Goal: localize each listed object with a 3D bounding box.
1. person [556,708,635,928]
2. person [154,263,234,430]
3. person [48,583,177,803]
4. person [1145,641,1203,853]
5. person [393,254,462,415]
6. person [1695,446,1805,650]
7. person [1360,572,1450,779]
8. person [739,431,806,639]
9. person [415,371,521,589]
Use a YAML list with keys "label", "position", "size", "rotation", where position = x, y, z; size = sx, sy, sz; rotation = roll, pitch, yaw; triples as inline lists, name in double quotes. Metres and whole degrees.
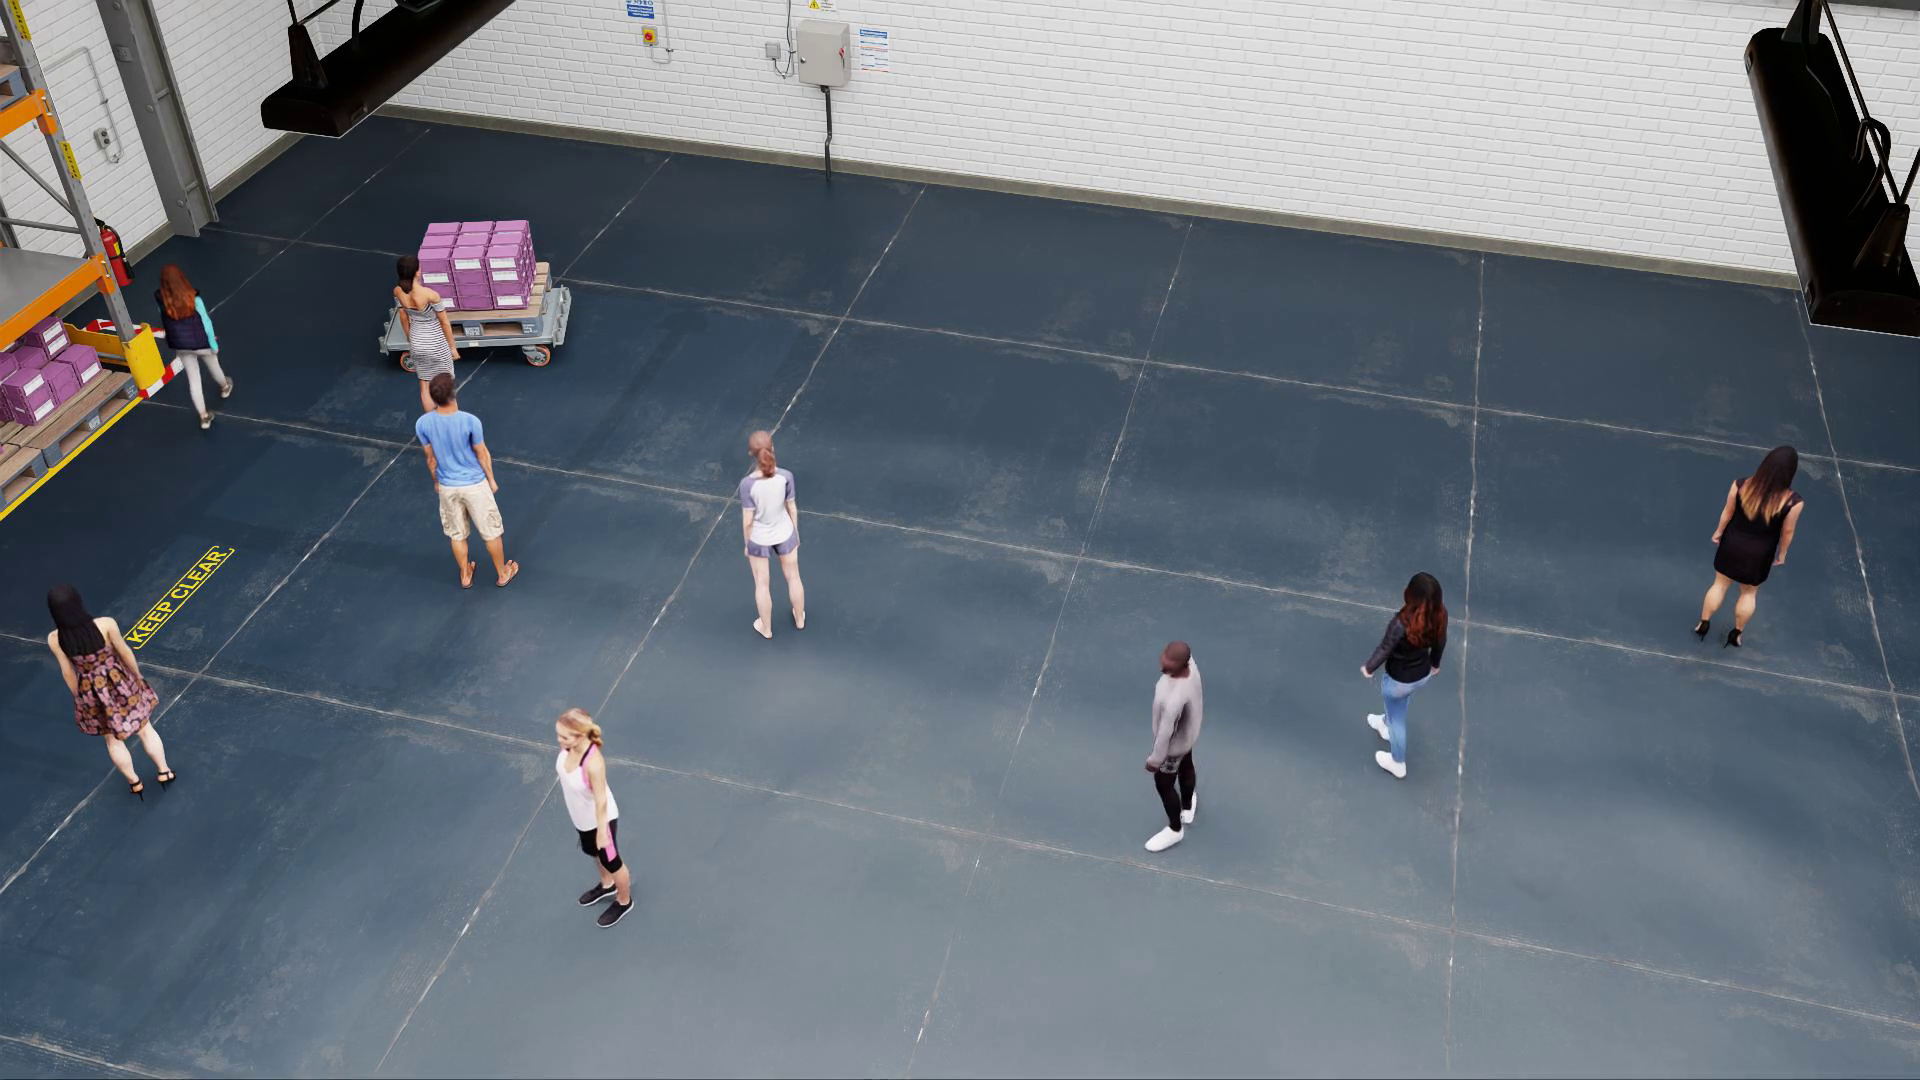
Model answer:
- label: "person"
  position: [-2.159, 1.624, 9.943]
  size: [0.732, 1.785, 0.694]
  rotation: [-24, 44, -27]
- label: "person"
  position: [-6.622, -1.649, 14.302]
  size: [0.794, 1.459, 1.040]
  rotation: [-3, 39, -4]
- label: "person"
  position: [-5.503, 0.982, 10.756]
  size: [0.806, 1.773, 0.863]
  rotation: [-19, 42, -22]
- label: "person"
  position: [1.417, 1.214, 10.483]
  size: [0.876, 1.750, 0.515]
  rotation: [21, 43, 24]
- label: "person"
  position: [-4.440, -1.575, 13.919]
  size: [0.592, 1.822, 0.522]
  rotation: [9, 39, 11]
- label: "person"
  position: [5.668, 0.059, 11.957]
  size: [0.737, 1.716, 0.713]
  rotation: [22, 44, 25]
- label: "person"
  position: [2.988, 0.925, 10.952]
  size: [0.873, 1.619, 0.930]
  rotation: [-21, 43, -25]
- label: "person"
  position: [-1.369, -0.026, 12.025]
  size: [0.679, 1.765, 0.712]
  rotation: [-13, 40, -16]
- label: "person"
  position: [-3.723, -0.433, 12.456]
  size: [0.705, 1.863, 0.653]
  rotation: [-1, 39, -1]
